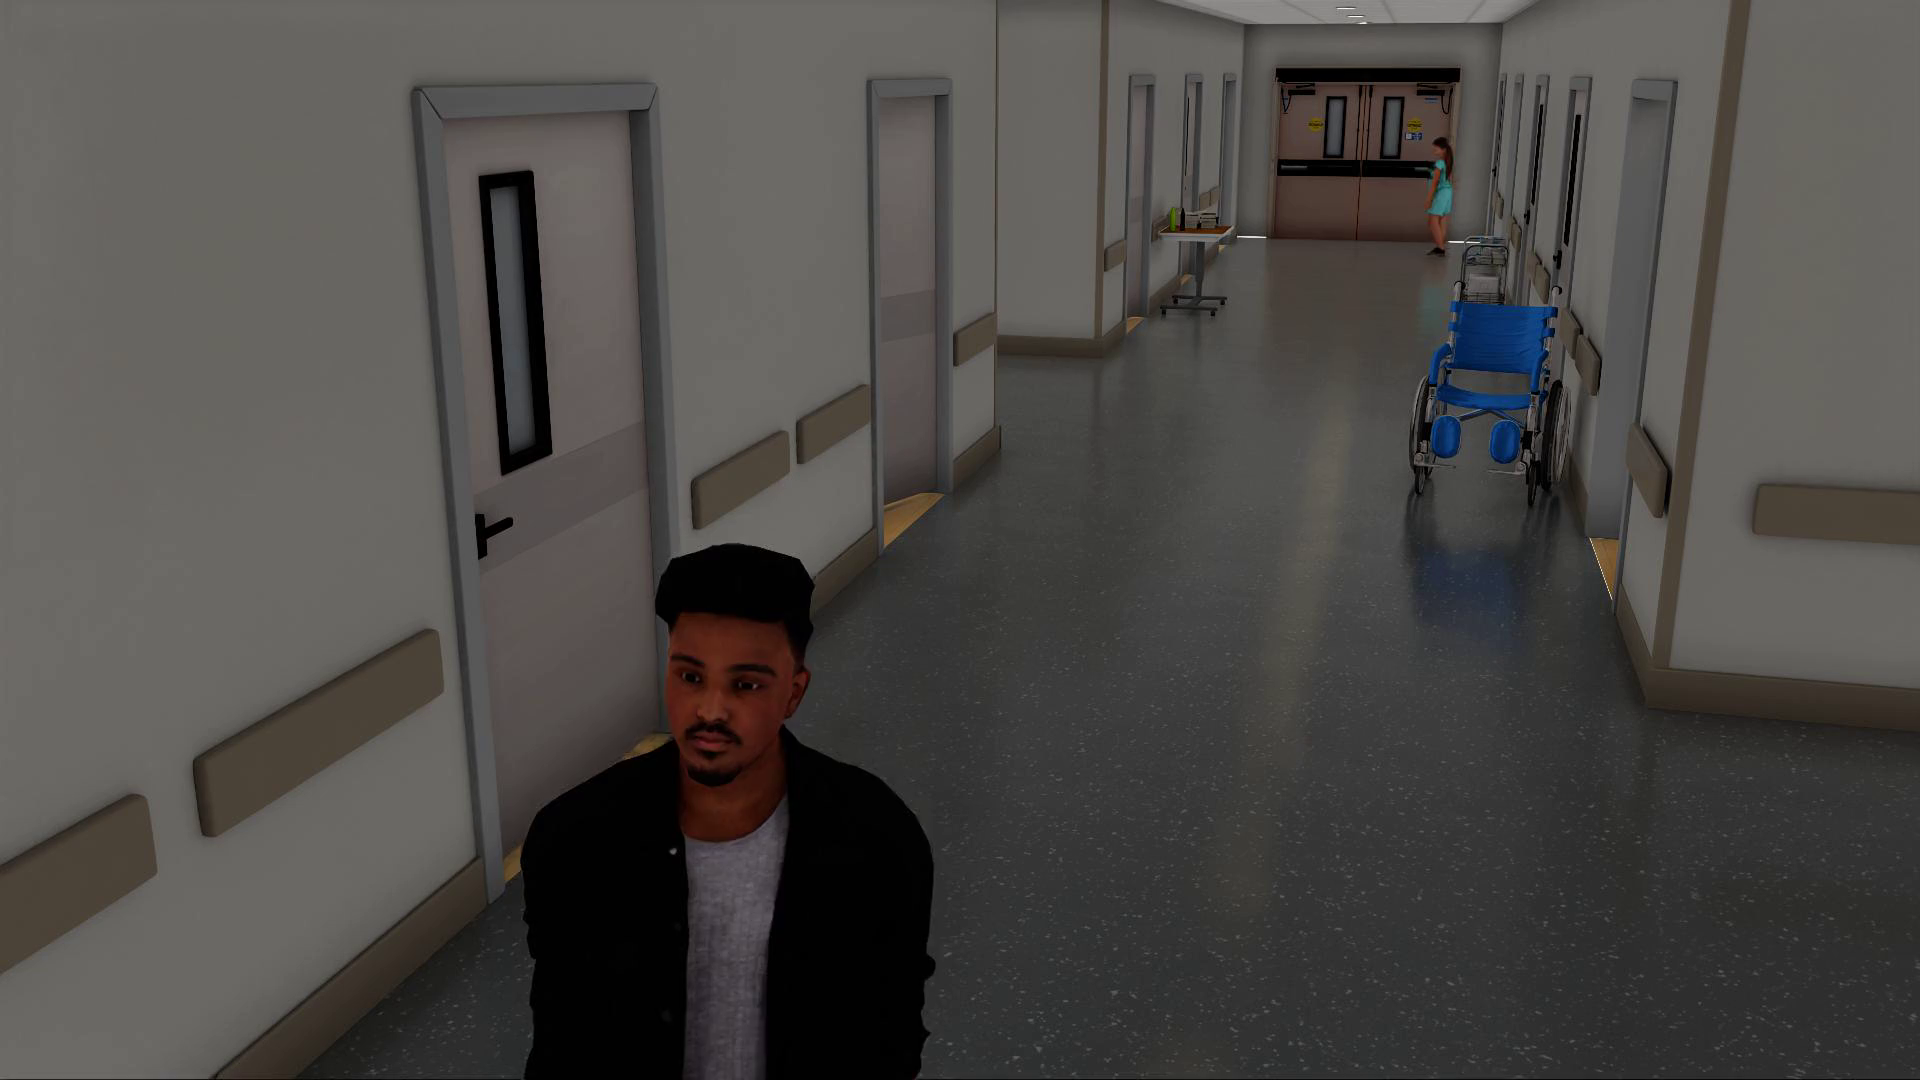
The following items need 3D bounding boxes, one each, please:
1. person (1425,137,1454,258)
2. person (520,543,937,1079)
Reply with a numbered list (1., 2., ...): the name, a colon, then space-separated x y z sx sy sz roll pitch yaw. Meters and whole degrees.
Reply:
1. person: 6.269 -4.463 21.633 0.676 1.533 0.830 -10 19 -32
2. person: -0.308 0.842 2.338 0.814 1.793 1.049 1 16 3
